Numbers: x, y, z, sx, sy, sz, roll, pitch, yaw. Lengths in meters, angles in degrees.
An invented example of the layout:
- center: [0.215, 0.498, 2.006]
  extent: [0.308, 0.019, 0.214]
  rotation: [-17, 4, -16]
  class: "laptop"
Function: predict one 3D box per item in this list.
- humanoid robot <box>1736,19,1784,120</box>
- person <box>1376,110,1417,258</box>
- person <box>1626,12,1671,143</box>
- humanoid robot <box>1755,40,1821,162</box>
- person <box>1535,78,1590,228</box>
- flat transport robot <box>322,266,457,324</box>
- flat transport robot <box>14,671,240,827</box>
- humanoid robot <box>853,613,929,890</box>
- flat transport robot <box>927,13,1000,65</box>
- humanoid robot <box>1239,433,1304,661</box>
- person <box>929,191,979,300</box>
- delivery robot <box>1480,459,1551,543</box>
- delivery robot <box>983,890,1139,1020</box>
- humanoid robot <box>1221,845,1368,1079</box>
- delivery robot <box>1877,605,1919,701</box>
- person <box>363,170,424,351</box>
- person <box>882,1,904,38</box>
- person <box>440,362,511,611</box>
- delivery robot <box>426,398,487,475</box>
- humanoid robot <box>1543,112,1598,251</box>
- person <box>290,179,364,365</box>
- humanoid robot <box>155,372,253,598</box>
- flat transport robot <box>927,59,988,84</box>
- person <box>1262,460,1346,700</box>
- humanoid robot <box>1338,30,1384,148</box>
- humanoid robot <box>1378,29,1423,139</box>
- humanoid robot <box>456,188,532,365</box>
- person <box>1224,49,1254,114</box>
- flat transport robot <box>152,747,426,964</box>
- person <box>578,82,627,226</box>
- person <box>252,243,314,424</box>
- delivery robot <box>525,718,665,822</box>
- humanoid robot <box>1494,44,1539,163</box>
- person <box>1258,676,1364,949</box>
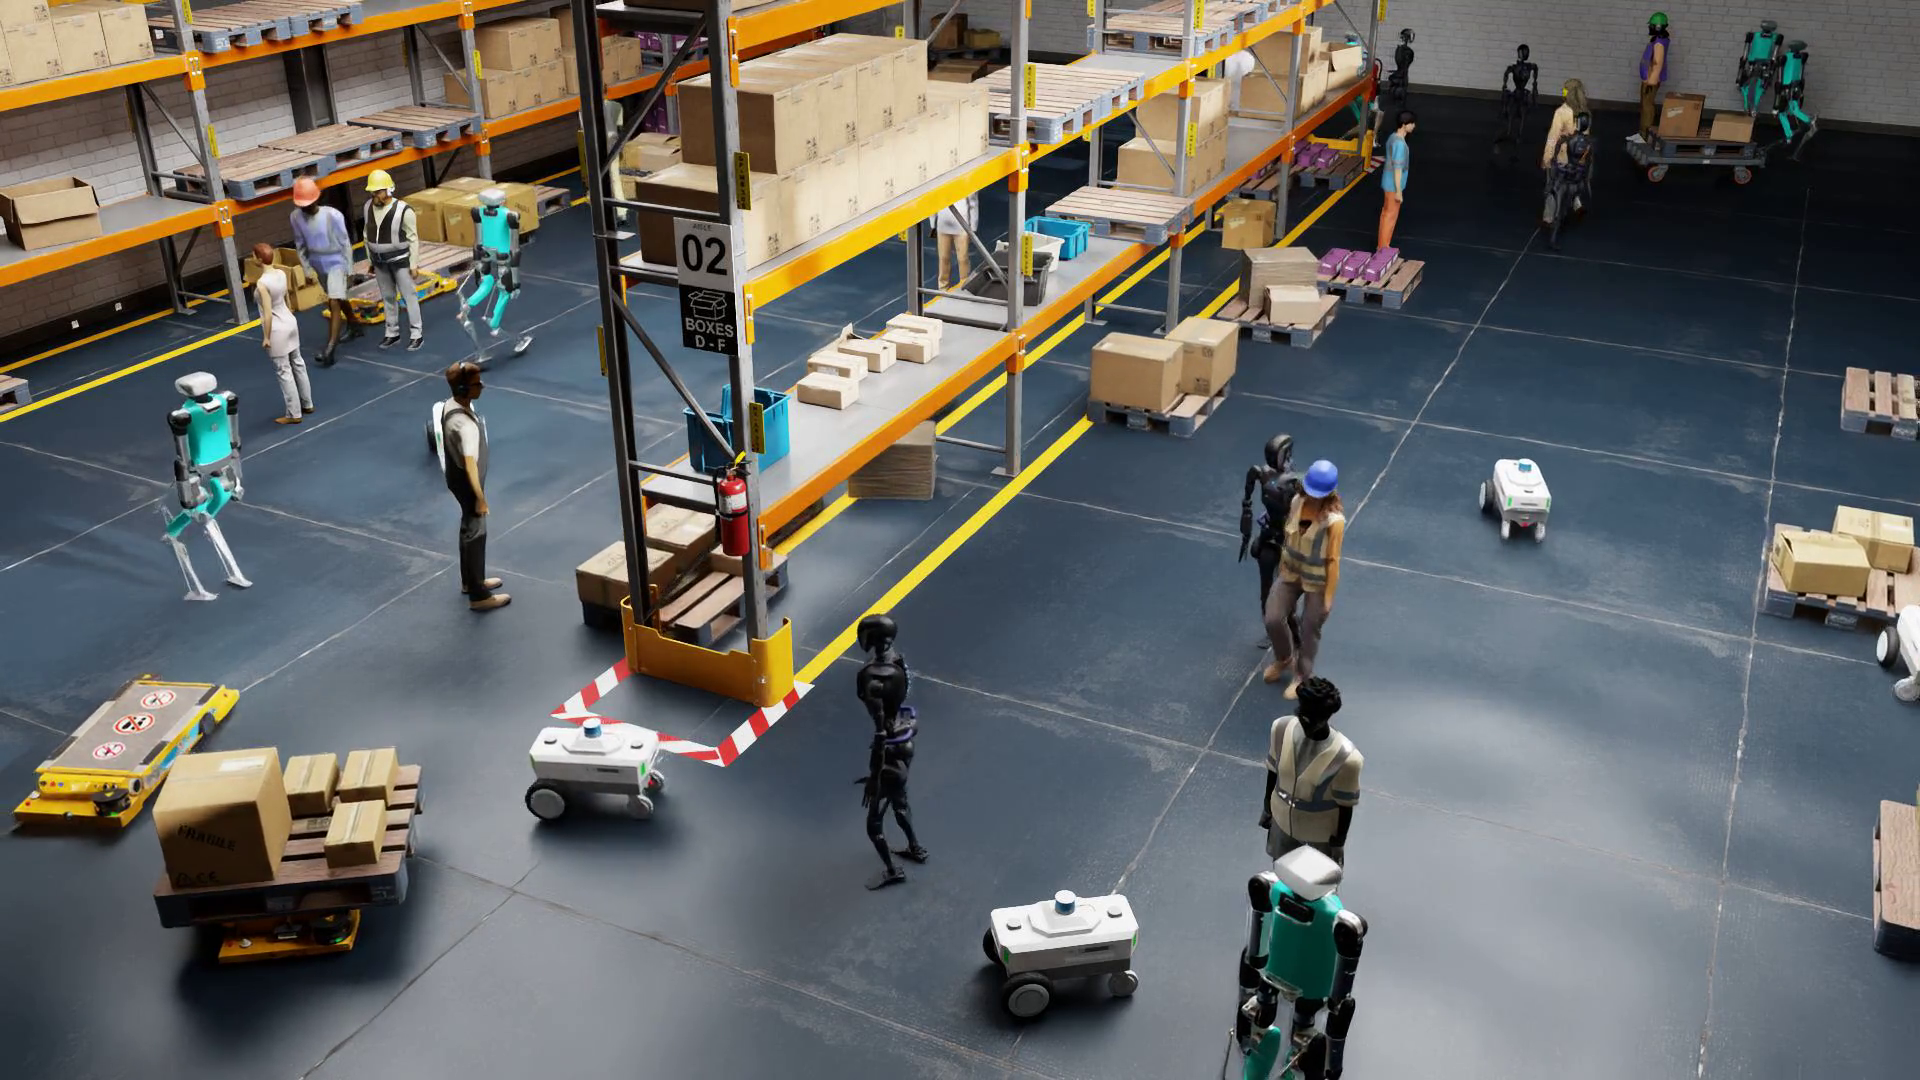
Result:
- center: [11.996, -6.839, 25.020]
  extent: [0.549, 1.831, 0.755]
  rotation: [6, 27, 12]
  class: "humanoid robot"
- center: [5.109, -4.151, 19.487]
  extent: [0.339, 1.759, 0.499]
  rotation: [3, 26, 6]
  class: "person"
- center: [10.285, -6.859, 24.761]
  extent: [0.418, 1.928, 0.544]
  rotation: [7, 27, 14]
  class: "person"
- center: [11.832, -6.154, 23.550]
  extent: [0.550, 1.734, 1.011]
  rotation: [-12, 29, -23]
  class: "humanoid robot"
- center: [7.546, -4.772, 20.632]
  extent: [0.588, 1.855, 0.513]
  rotation: [-15, 30, -28]
  class: "person"
- center: [-6.231, -2.688, 18.208]
  extent: [0.659, 0.231, 1.431]
  rotation: [10, 28, 20]
  class: "flat transport robot"
- center: [-5.089, 1.265, 10.223]
  extent: [0.659, 0.231, 1.431]
  rotation: [2, 26, 5]
  class: "flat transport robot"
- center: [-0.365, 1.129, 8.921]
  extent: [0.431, 1.644, 0.595]
  rotation: [2, 26, 4]
  class: "humanoid robot"
- center: [0.007, -8.700, 30.351]
  extent: [0.659, 0.231, 1.431]
  rotation: [-11, 28, -20]
  class: "flat transport robot"
- center: [2.151, 0.027, 11.142]
  extent: [0.611, 1.632, 0.398]
  rotation: [20, 33, 35]
  class: "humanoid robot"
- center: [-0.081, -3.386, 17.944]
  extent: [0.572, 1.748, 0.341]
  rotation: [11, 28, 21]
  class: "person"
- center: [4.437, -0.350, 13.184]
  extent: [0.499, 0.614, 0.818]
  rotation: [4, 27, 7]
  class: "delivery robot"
- center: [0.516, 2.024, 8.351]
  extent: [0.774, 0.581, 0.499]
  rotation: [-5, 27, -9]
  class: "delivery robot"
- center: [1.218, 2.160, 6.809]
  extent: [0.768, 1.812, 0.557]
  rotation: [-23, 34, -38]
  class: "humanoid robot"
- center: [6.429, 0.730, 10.995]
  extent: [0.510, 0.607, 0.778]
  rotation: [7, 27, 13]
  class: "delivery robot"
- center: [-5.696, -2.797, 16.665]
  extent: [0.587, 1.834, 0.403]
  rotation: [7, 27, 14]
  class: "person"
- center: [-1.088, -8.731, 28.704]
  extent: [0.505, 1.791, 0.917]
  rotation: [0, 26, 0]
  class: "person"
- center: [-3.462, -0.387, 11.800]
  extent: [0.341, 1.836, 0.500]
  rotation: [-11, 28, -20]
  class: "person"
- center: [-4.355, -0.939, 14.370]
  extent: [0.499, 0.611, 0.792]
  rotation: [-8, 27, -16]
  class: "delivery robot"
- center: [7.309, -4.340, 20.038]
  extent: [0.589, 1.649, 0.742]
  rotation: [-4, 27, -8]
  class: "humanoid robot"
- center: [-6.292, -2.709, 16.510]
  extent: [0.557, 1.825, 1.153]
  rotation: [5, 27, 9]
  class: "person"
- center: [-5.467, -0.393, 11.915]
  extent: [0.768, 1.764, 0.531]
  rotation: [13, 29, 25]
  class: "humanoid robot"
- center: [0.032, -6.618, 26.145]
  extent: [1.431, 0.231, 0.659]
  rotation: [7, 27, 13]
  class: "flat transport robot"
- center: [2.193, 0.263, 10.579]
  extent: [0.411, 1.743, 0.493]
  rotation: [-22, 34, -37]
  class: "person"
- center: [5.967, -6.560, 24.426]
  extent: [0.989, 1.764, 0.532]
  rotation: [10, 28, 18]
  class: "humanoid robot"
- center: [6.695, -6.906, 25.188]
  extent: [0.766, 1.626, 0.583]
  rotation: [0, 26, 1]
  class: "humanoid robot"
- center: [-4.598, -2.493, 16.177]
  extent: [0.547, 1.743, 1.031]
  rotation: [11, 28, 20]
  class: "humanoid robot"
- center: [3.911, -6.299, 23.708]
  extent: [0.660, 1.865, 0.960]
  rotation: [8, 27, 15]
  class: "person"
- center: [-3.598, 1.782, 9.178]
  extent: [0.659, 0.231, 1.431]
  rotation: [-4, 27, -9]
  class: "flat transport robot"
- center: [-4.467, -4.875, 20.902]
  extent: [0.576, 1.806, 0.874]
  rotation: [-11, 28, -21]
  class: "person"
- center: [-6.130, -1.862, 14.966]
  extent: [0.273, 1.659, 0.462]
  rotation: [4, 27, 8]
  class: "person"
- center: [-2.154, 1.329, 9.781]
  extent: [0.801, 0.602, 0.499]
  rotation: [2, 26, 5]
  class: "delivery robot"
- center: [8.011, -6.288, 23.902]
  extent: [0.588, 1.646, 0.443]
  rotation: [-6, 27, -12]
  class: "humanoid robot"
- center: [1.729, 1.416, 8.310]
  extent: [0.532, 1.693, 0.320]
  rotation: [24, 35, 39]
  class: "person"
